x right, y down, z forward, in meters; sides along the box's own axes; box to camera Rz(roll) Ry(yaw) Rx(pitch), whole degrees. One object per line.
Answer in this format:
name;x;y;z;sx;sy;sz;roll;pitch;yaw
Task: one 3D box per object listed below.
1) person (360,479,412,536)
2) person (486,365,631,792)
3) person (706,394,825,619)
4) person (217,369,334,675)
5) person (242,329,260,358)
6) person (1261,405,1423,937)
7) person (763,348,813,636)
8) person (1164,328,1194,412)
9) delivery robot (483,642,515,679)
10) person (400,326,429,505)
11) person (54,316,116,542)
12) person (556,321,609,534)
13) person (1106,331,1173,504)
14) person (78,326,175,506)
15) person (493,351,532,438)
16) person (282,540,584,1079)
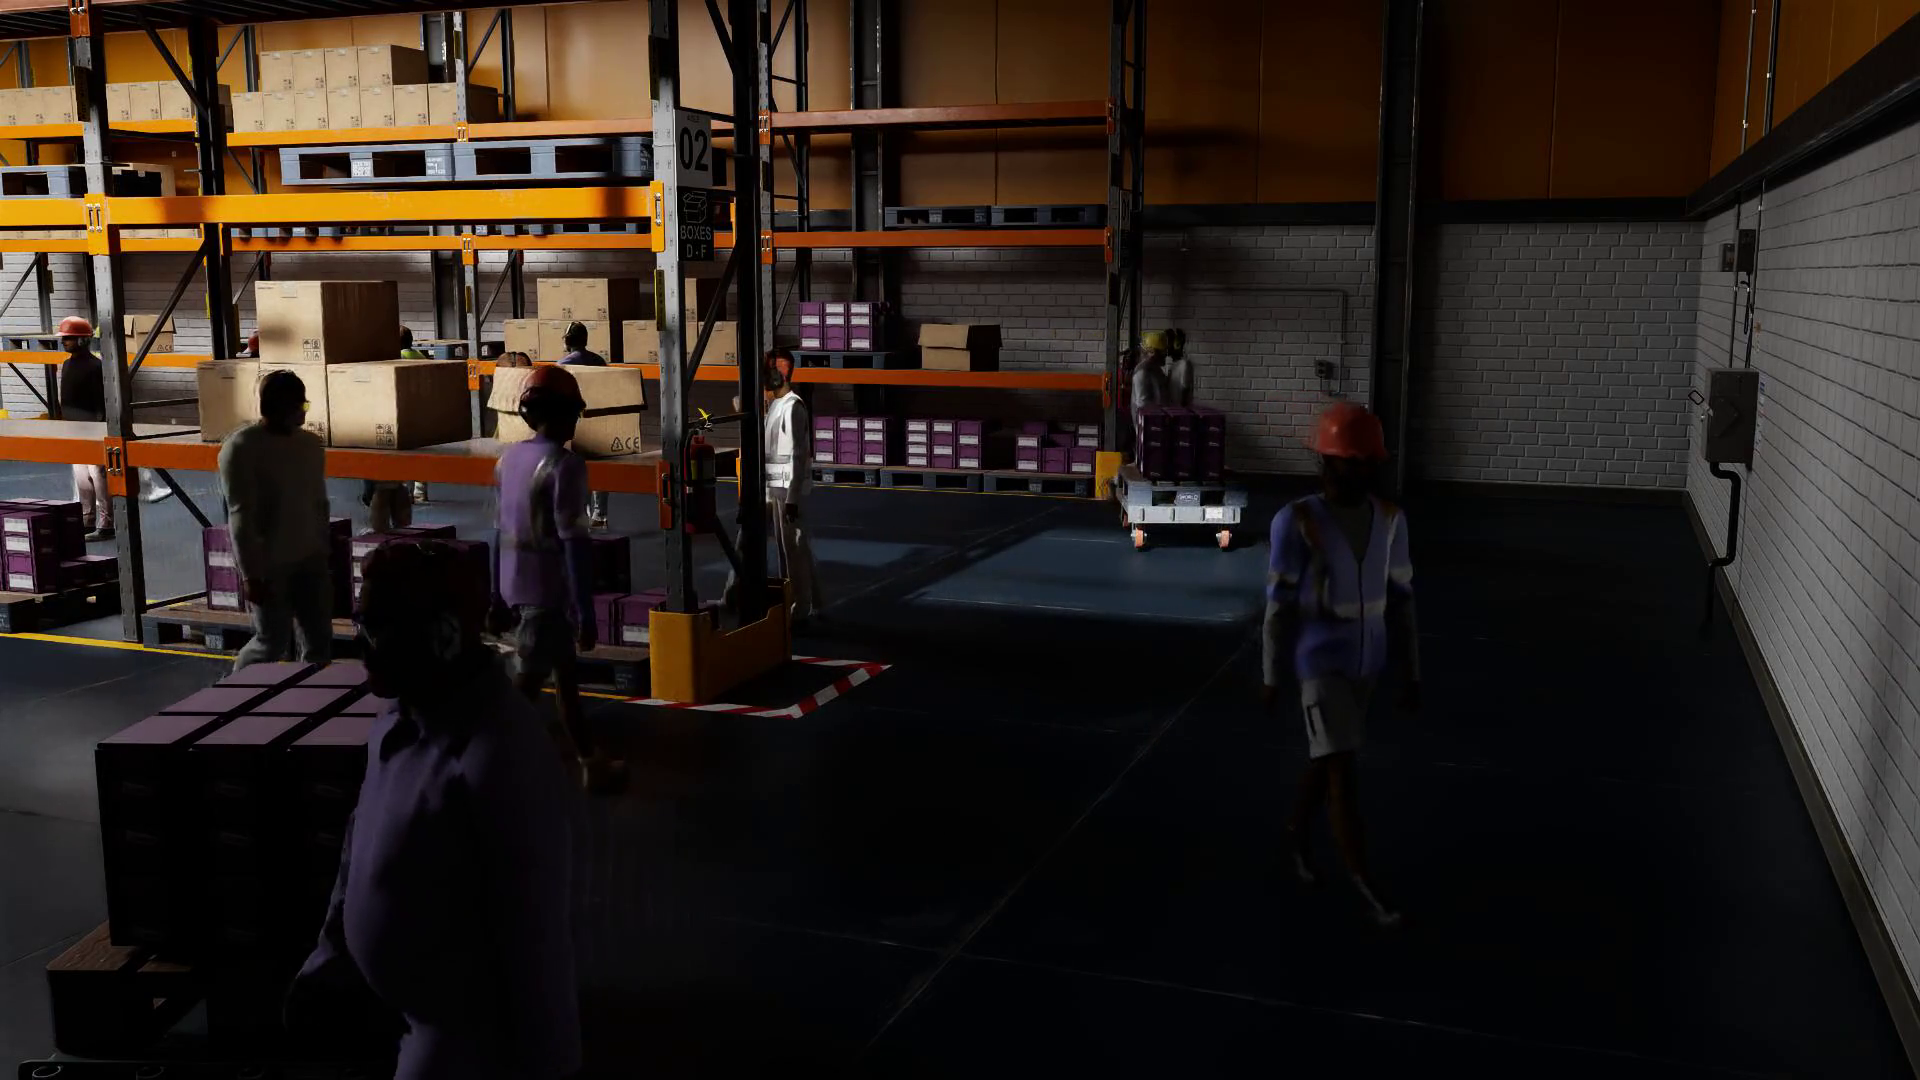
person;-4.290;-0.400;12.273;0.592;1.613;0.534;3;10;19
person;-1.824;0.240;7.211;1.011;1.976;0.684;-8;12;-41
person;-1.347;-0.229;11.353;0.918;1.564;0.525;4;10;26
person;-3.407;0.108;8.207;0.706;1.912;0.659;4;10;26
person;-5.458;-0.705;13.212;0.361;1.935;0.552;-6;11;-35
person;1.432;0.455;6.081;0.565;1.882;0.975;-3;10;-21
person;-1.147;-0.312;10.907;0.360;1.884;0.574;-3;9;-16
person;2.227;-1.191;16.553;0.717;1.835;0.535;-2;9;-13
delivery robot;-2.613;0.689;8.492;0.477;0.478;0.707;8;12;40
person;-5.718;-1.280;17.118;0.429;1.842;0.637;2;9;13
person;-7.776;-0.982;14.767;0.611;1.995;0.375;6;11;31
person;-3.450;-1.019;15.177;0.354;1.937;0.635;5;10;27
person;1.838;-1.172;16.552;0.652;1.804;0.612;4;10;23
person;-8.598;-1.274;16.965;0.951;1.877;0.599;0;9;1
person;-3.046;-0.392;11.580;0.429;1.836;0.628;-2;9;-12
person;-1.063;0.919;3.277;1.020;1.851;0.658;-5;10;-28
